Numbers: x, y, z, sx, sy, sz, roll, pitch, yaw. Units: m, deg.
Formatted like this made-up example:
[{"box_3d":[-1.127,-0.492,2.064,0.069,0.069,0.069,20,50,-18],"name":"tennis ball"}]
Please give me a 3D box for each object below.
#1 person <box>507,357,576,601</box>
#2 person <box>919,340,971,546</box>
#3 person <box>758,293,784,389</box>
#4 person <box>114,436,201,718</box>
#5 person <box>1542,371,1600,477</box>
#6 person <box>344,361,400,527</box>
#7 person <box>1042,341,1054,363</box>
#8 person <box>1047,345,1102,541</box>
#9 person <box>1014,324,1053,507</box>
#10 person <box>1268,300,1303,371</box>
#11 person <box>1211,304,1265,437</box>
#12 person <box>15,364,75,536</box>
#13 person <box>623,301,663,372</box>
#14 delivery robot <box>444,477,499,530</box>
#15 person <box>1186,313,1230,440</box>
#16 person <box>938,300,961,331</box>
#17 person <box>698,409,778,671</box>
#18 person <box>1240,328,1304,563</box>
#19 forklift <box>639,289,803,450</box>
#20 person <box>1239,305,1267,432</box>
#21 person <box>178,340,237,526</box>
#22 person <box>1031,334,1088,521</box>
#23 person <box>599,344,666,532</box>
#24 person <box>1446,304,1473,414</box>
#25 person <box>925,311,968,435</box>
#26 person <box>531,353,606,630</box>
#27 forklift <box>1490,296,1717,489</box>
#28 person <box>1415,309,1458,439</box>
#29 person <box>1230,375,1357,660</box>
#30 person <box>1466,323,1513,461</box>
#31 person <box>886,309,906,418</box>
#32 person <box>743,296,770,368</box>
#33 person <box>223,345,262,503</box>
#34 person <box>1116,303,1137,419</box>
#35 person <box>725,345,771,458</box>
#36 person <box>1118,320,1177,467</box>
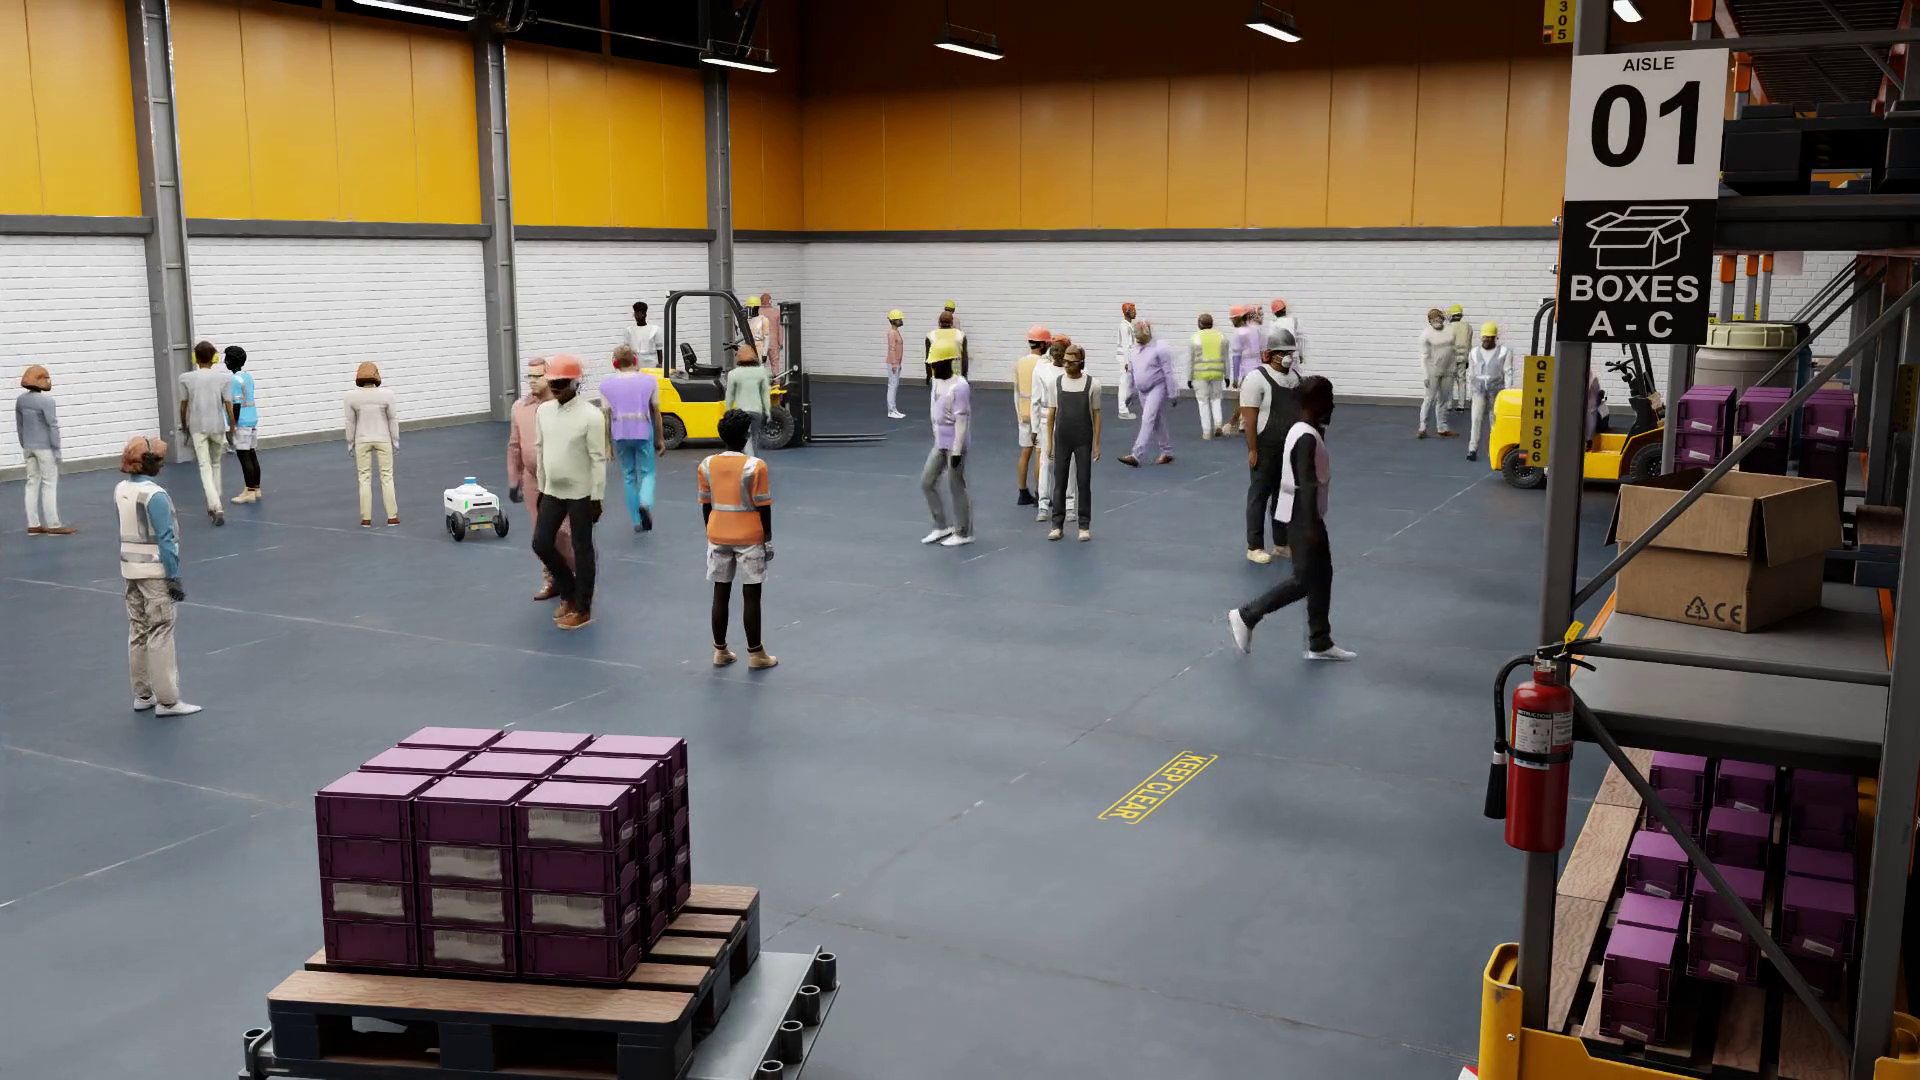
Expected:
[{"box_3d":[-3.183,-0.459,12.824,0.671,1.890,0.445,3,10,17],"name":"person"},{"box_3d":[-0.145,-0.871,15.173,0.589,1.897,0.608,-5,11,-29],"name":"person"},{"box_3d":[-3.740,-3.829,32.312,0.636,1.901,0.405,0,10,-3],"name":"person"},{"box_3d":[-4.695,0.216,9.661,0.527,1.637,0.310,7,12,36],"name":"person"},{"box_3d":[6.081,-1.094,16.719,0.637,1.819,0.727,6,11,30],"name":"person"},{"box_3d":[-5.765,-0.937,16.335,0.498,1.633,0.282,-3,10,-14],"name":"person"},{"box_3d":[1.157,-2.003,22.519,0.322,1.632,0.522,2,10,10],"name":"person"},{"box_3d":[1.063,-0.904,15.541,0.506,1.840,0.344,2,10,12],"name":"person"},{"box_3d":[0.825,-1.317,17.656,0.373,1.934,0.551,-8,13,-40],"name":"person"},{"box_3d":[5.568,-3.157,28.468,0.671,1.891,0.368,-1,10,-6],"name":"person"},{"box_3d":[4.180,-2.416,24.006,1.081,1.968,0.604,7,12,35],"name":"person"},{"box_3d":[-8.749,-0.852,15.839,0.507,1.632,0.270,4,11,23],"name":"person"},{"box_3d":[-4.782,-2.616,25.090,0.610,1.963,0.365,1,10,3],"name":"person"},{"box_3d":[-4.647,-0.354,15.808,0.477,0.478,0.707,-6,12,-33],"name":"delivery robot"},{"box_3d":[3.557,-2.350,23.969,0.642,1.822,0.438,-1,10,-8],"name":"person"},{"box_3d":[-0.189,-3.793,32.479,0.527,1.771,0.302,7,12,34],"name":"person"},{"box_3d":[-1.430,0.000,10.723,0.533,1.698,0.318,4,11,23],"name":"person"},{"box_3d":[2.799,-0.825,14.506,0.677,2.000,0.536,-7,12,-34],"name":"person"},{"box_3d":[-3.358,-2.392,23.136,2.313,2.155,1.214,-1,10,-5],"name":"forklift"},{"box_3d":[4.381,-2.528,24.753,0.405,1.911,0.636,-3,10,-14],"name":"person"},{"box_3d":[-7.480,-1.065,16.555,0.502,1.830,0.935,-6,12,-32],"name":"person"},{"box_3d":[0.997,-1.120,16.670,0.579,1.882,0.342,0,10,0],"name":"person"},{"box_3d":[-3.116,-0.947,15.849,0.608,1.820,0.577,-1,10,-7],"name":"person"},{"box_3d":[8.278,-3.027,27.854,0.586,1.835,0.404,-3,10,-16],"name":"person"},{"box_3d":[-0.192,-2.421,24.372,0.641,1.835,0.444,0,10,-3],"name":"person"},{"box_3d":[-2.793,-0.340,11.855,0.642,1.982,0.434,5,11,27],"name":"person"},{"box_3d":[7.296,-1.677,18.993,2.313,2.155,1.214,5,11,27],"name":"forklift"},{"box_3d":[6.957,-2.402,24.096,0.762,1.897,0.367,-4,11,-23],"name":"person"},{"box_3d":[2.218,-0.134,10.907,0.761,1.899,0.598,3,10,15],"name":"person"},{"box_3d":[6.870,-1.923,21.616,0.600,1.787,0.923,5,11,28],"name":"person"},{"box_3d":[-1.046,-2.870,27.134,0.306,1.772,0.527,1,10,6],"name":"person"},{"box_3d":[-3.605,-3.324,29.294,0.587,1.930,0.359,7,12,37],"name":"person"},{"box_3d":[-7.752,-1.245,17.934,0.316,1.695,0.540,-1,10,-7],"name":"person"},{"box_3d":[2.720,-2.909,27.028,0.356,1.883,0.572,1,10,5],"name":"person"},{"box_3d":[-2.549,-1.517,19.812,0.518,1.580,0.854,-5,11,-25],"name":"person"},{"box_3d":[2.363,-1.837,20.936,1.034,1.852,0.668,-6,12,-33],"name":"person"}]
